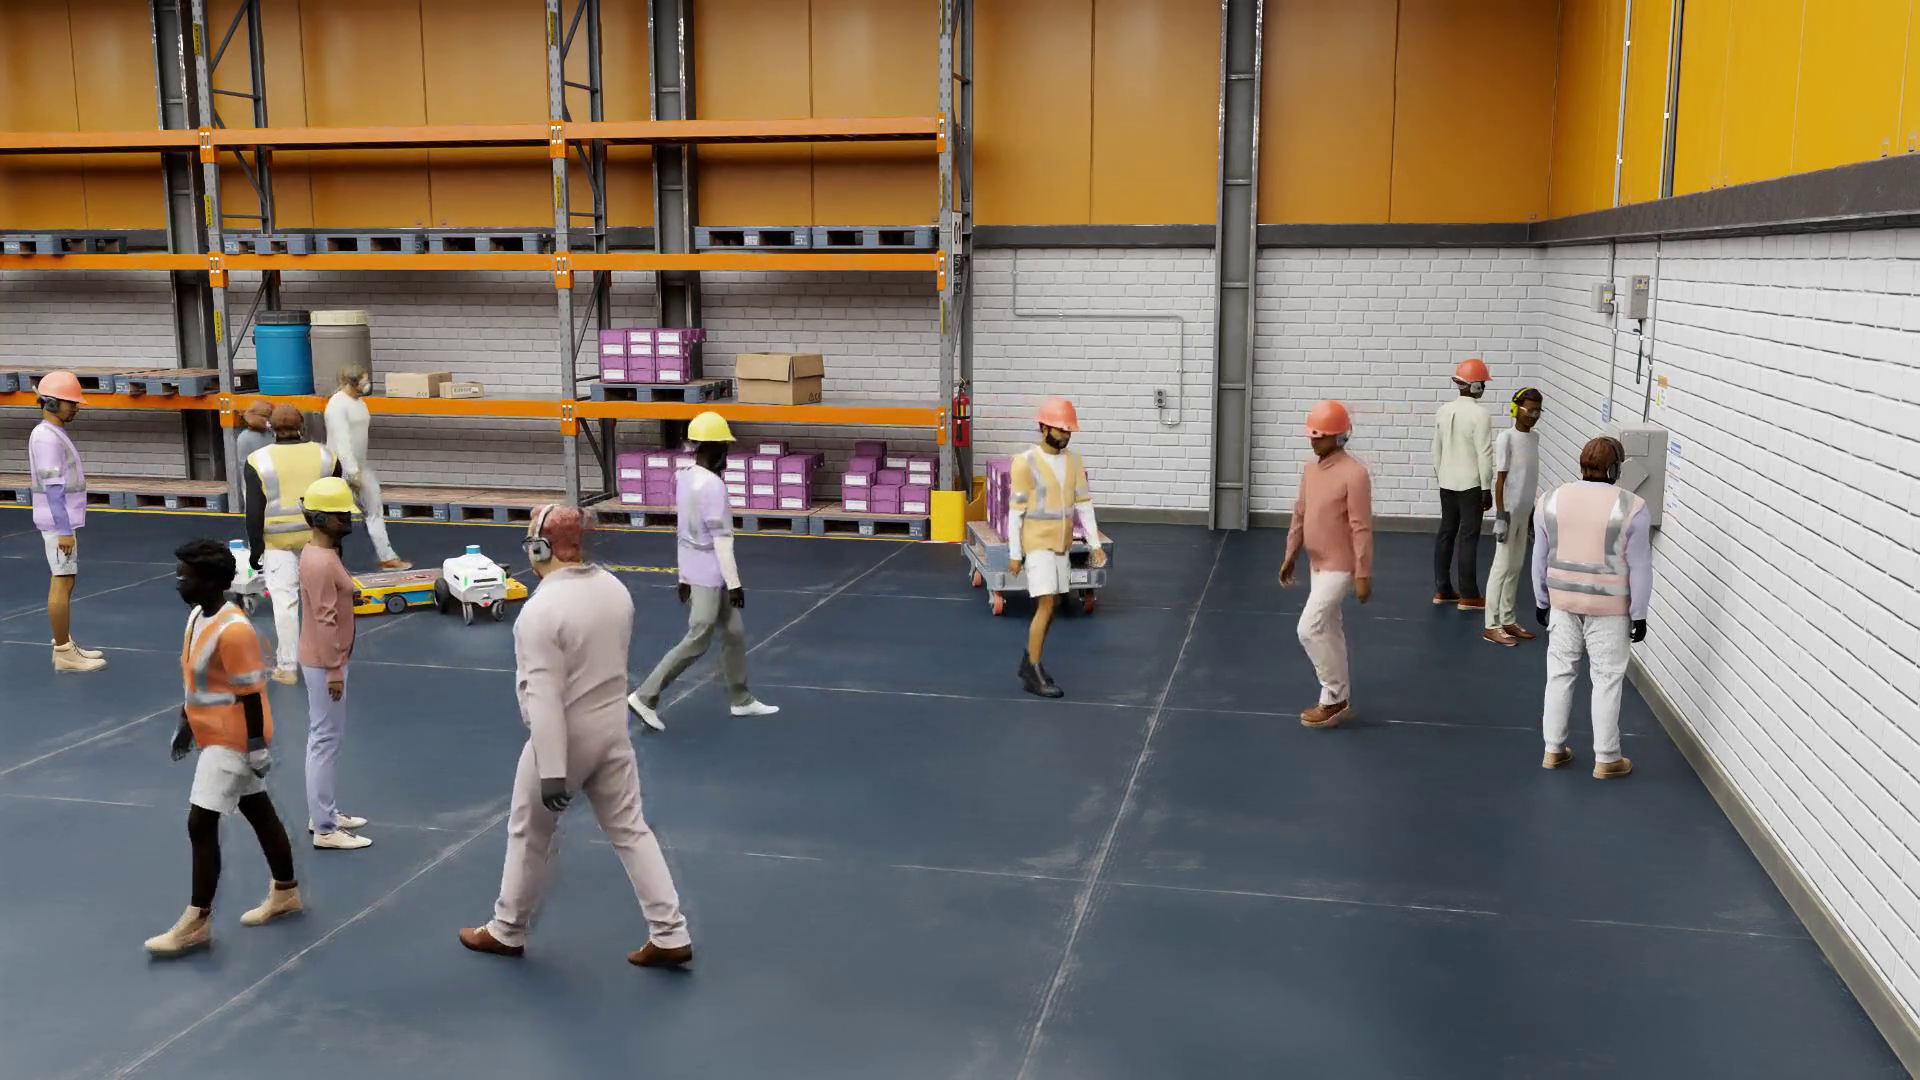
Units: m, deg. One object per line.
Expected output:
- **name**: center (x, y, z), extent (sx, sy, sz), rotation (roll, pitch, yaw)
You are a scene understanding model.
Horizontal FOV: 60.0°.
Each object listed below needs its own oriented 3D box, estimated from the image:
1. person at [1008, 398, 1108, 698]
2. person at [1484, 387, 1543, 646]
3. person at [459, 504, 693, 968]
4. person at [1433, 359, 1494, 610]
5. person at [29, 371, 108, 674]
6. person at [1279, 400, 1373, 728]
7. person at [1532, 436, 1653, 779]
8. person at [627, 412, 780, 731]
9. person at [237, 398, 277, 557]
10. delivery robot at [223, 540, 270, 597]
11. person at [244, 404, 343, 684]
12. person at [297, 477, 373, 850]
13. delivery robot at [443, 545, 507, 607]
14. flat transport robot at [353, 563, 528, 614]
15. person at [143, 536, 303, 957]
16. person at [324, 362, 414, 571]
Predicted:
- **person**: center (0.571, 0.030, 10.725), extent (0.562, 1.906, 0.642), rotation (-8, 13, -40)
- **person**: center (4.050, -0.177, 12.083), extent (0.513, 1.864, 0.331), rotation (-9, 13, -42)
- **person**: center (-1.496, 0.777, 6.507), extent (1.012, 1.851, 0.651), rotation (5, 11, 25)
- **person**: center (4.035, -0.446, 13.280), extent (0.378, 1.996, 0.610), rotation (-4, 11, -24)
- **person**: center (-6.041, -0.120, 11.243), extent (0.390, 2.034, 0.605), rotation (-5, 11, -28)
- **person**: center (2.156, 0.148, 9.847), extent (0.552, 1.962, 0.642), rotation (-2, 10, -11)
- **person**: center (3.411, 0.358, 8.976), extent (0.636, 1.842, 0.429), rotation (9, 13, 42)
- **person**: center (-1.556, 0.184, 9.875), extent (0.923, 1.898, 0.587), rotation (-4, 10, -20)
- **person**: center (-5.941, -0.411, 14.190), extent (0.368, 1.610, 0.532), rotation (3, 10, 18)
- **delivery robot**: center (-5.718, 0.243, 13.183), extent (0.707, 0.478, 0.477), rotation (5, 11, 29)
- **person**: center (-4.379, 0.023, 10.964), extent (0.629, 1.840, 0.429), rotation (-8, 12, -38)
- **person**: center (-2.977, 0.577, 7.905), extent (0.325, 1.765, 0.530), rotation (-4, 10, -22)
- **delivery robot**: center (-3.775, 0.285, 12.933), extent (0.477, 0.478, 0.707), rotation (-5, 11, -29)
- **flat transport robot**: center (-4.301, 0.384, 13.463), extent (1.431, 0.197, 0.652), rotation (-5, 11, -29)
- **person**: center (-3.064, 0.819, 6.742), extent (0.754, 1.667, 0.538), rotation (-6, 11, -33)
- **person**: center (-5.465, -0.637, 14.789), extent (1.062, 1.887, 0.651), rotation (2, 10, 11)
